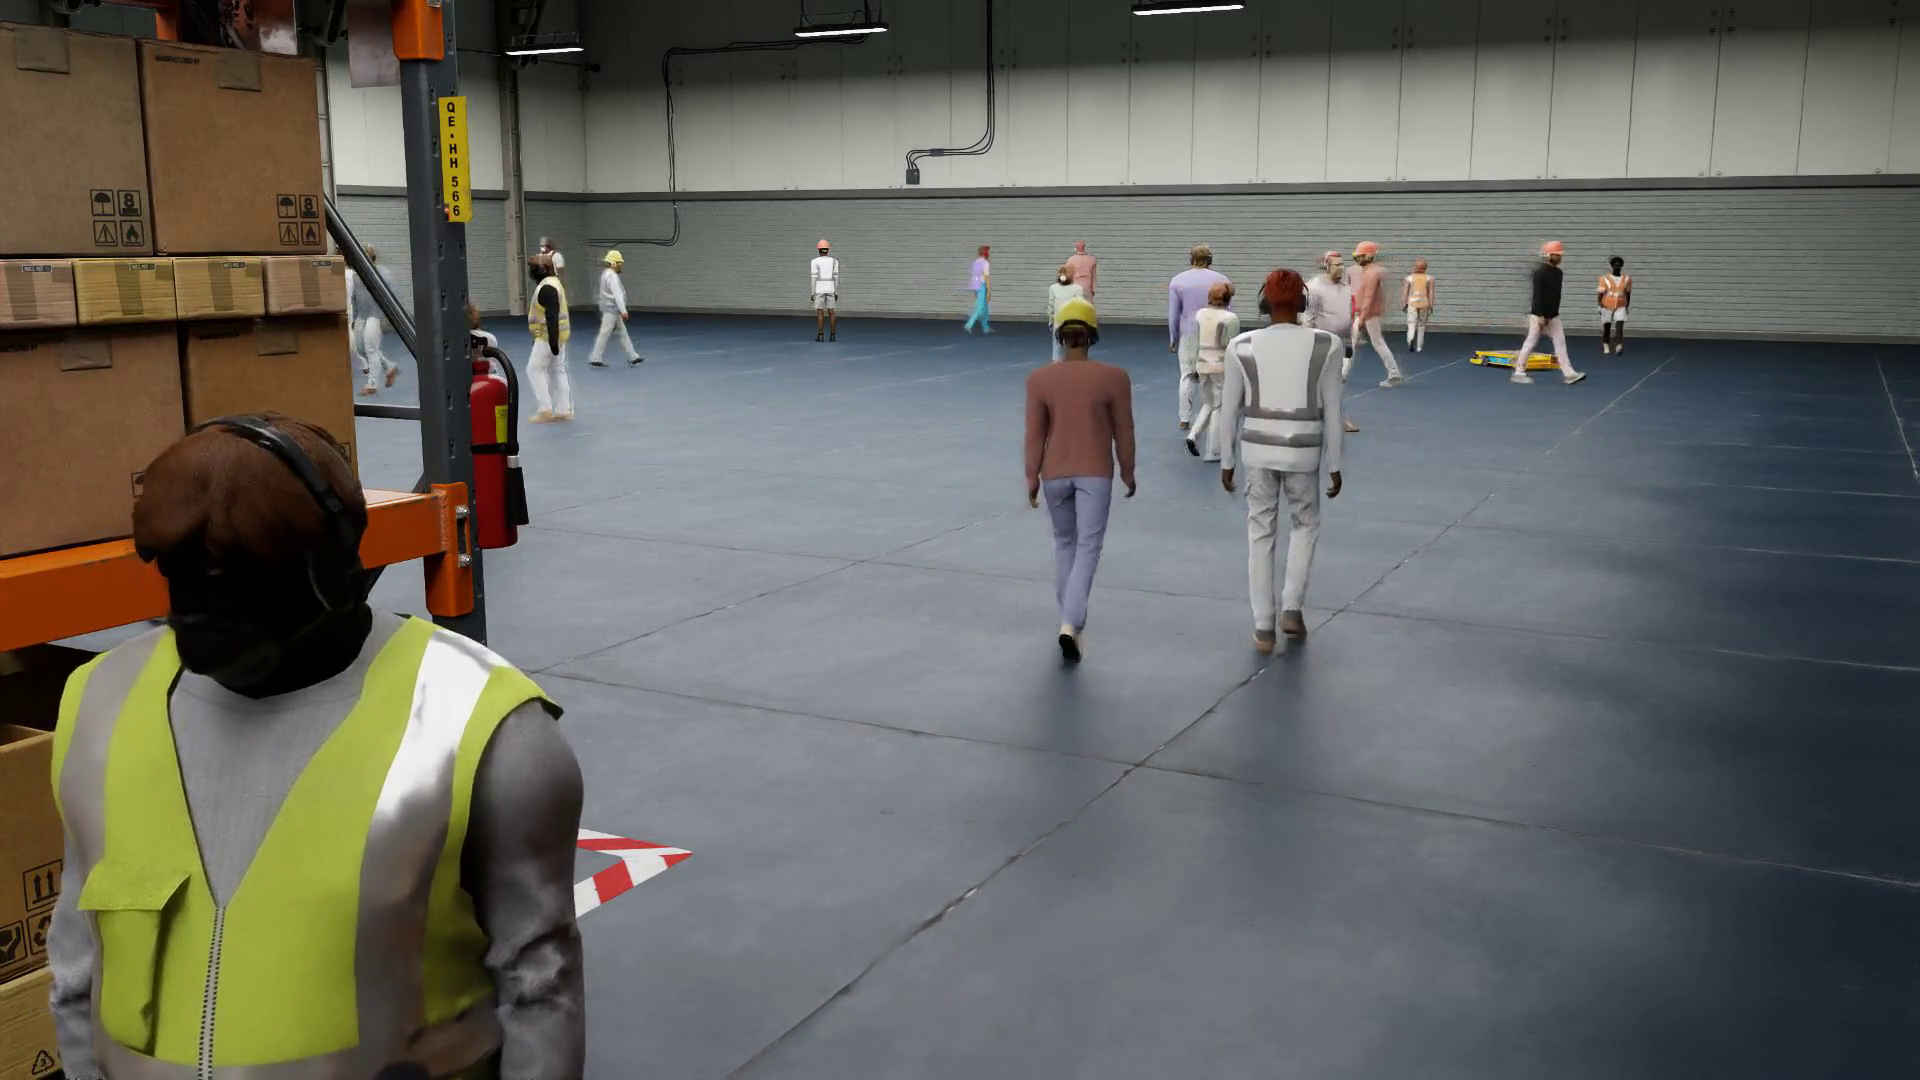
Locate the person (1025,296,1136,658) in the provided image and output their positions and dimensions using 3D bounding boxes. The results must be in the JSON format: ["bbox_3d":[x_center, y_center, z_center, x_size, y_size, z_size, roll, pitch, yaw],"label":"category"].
[{"bbox_3d":[0.562,-0.321,8.124,0.524,1.729,0.855,4,11,20],"label":"person"}]

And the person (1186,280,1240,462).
[{"bbox_3d":[2.286,-1.498,14.844,0.383,1.622,0.536,-8,13,-36],"label":"person"}]

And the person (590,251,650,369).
[{"bbox_3d":[-5.226,-3.495,25.299,0.941,1.782,0.589,-3,11,-17],"label":"person"}]

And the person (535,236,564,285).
[{"bbox_3d":[-8.771,-5.502,35.547,0.688,2.000,0.796,3,11,14],"label":"person"}]

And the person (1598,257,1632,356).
[{"bbox_3d":[11.065,-3.949,28.140,0.547,1.643,0.886,2,11,13],"label":"person"}]

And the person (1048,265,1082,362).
[{"bbox_3d":[1.466,-3.072,23.494,0.523,1.585,0.825,3,11,17],"label":"person"}]

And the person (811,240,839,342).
[{"bbox_3d":[-2.586,-4.734,31.642,0.553,1.934,0.363,-5,11,-24],"label":"person"}]

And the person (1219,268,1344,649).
[{"bbox_3d":[1.580,-0.399,8.204,0.606,1.862,0.529,2,11,13],"label":"person"}]

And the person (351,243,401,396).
[{"bbox_3d":[-7.450,-2.807,21.160,0.642,1.925,0.666,7,13,34],"label":"person"}]

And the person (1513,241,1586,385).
[{"bbox_3d":[7.998,-3.067,22.544,0.651,1.933,1.040,-7,13,-34],"label":"person"}]

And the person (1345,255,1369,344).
[{"bbox_3d":[7.457,-4.558,31.148,0.533,1.768,0.311,9,14,40],"label":"person"}]

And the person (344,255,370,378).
[{"bbox_3d":[-8.618,-3.211,23.676,0.538,1.812,0.994,4,11,19],"label":"person"}]

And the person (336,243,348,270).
[{"bbox_3d":[-11.974,-4.863,32.362,0.365,1.932,0.543,-8,13,-37],"label":"person"}]

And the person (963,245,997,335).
[{"bbox_3d":[0.412,-5.065,33.794,0.671,1.849,0.574,-4,11,-22],"label":"person"}]

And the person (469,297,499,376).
[{"bbox_3d":[-3.669,-1.015,12.287,0.512,1.604,0.609,-4,11,-20],"label":"person"}]

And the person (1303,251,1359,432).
[{"bbox_3d":[3.837,-2.089,17.412,0.650,1.868,0.944,-8,13,-38],"label":"person"}]

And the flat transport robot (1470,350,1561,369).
[{"bbox_3d":[8.517,-2.770,25.478,0.652,0.197,1.431,-3,11,-18],"label":"flat transport robot"}]

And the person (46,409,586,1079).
[{"bbox_3d":[-0.752,0.762,1.955,0.624,1.836,0.430,1,10,6],"label":"person"}]

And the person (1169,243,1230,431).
[{"bbox_3d":[2.479,-2.095,17.249,0.633,1.936,0.355,2,11,12],"label":"person"}]

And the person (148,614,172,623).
[{"bbox_3d":[-4.170,-0.487,8.744,0.342,1.842,0.506,10,14,43],"label":"person"}]

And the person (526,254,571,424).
[{"bbox_3d":[-4.505,-2.169,17.976,0.589,1.818,0.620,-1,10,-5],"label":"person"}]

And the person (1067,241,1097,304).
[{"bbox_3d":[2.395,-4.990,33.142,0.642,1.902,0.399,-4,11,-21],"label":"person"}]

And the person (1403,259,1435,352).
[{"bbox_3d":[7.902,-4.031,28.682,0.521,1.620,0.677,3,11,16],"label":"person"}]

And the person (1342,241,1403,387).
[{"bbox_3d":[5.465,-3.008,22.218,1.031,1.946,0.621,0,10,-1],"label":"person"}]
